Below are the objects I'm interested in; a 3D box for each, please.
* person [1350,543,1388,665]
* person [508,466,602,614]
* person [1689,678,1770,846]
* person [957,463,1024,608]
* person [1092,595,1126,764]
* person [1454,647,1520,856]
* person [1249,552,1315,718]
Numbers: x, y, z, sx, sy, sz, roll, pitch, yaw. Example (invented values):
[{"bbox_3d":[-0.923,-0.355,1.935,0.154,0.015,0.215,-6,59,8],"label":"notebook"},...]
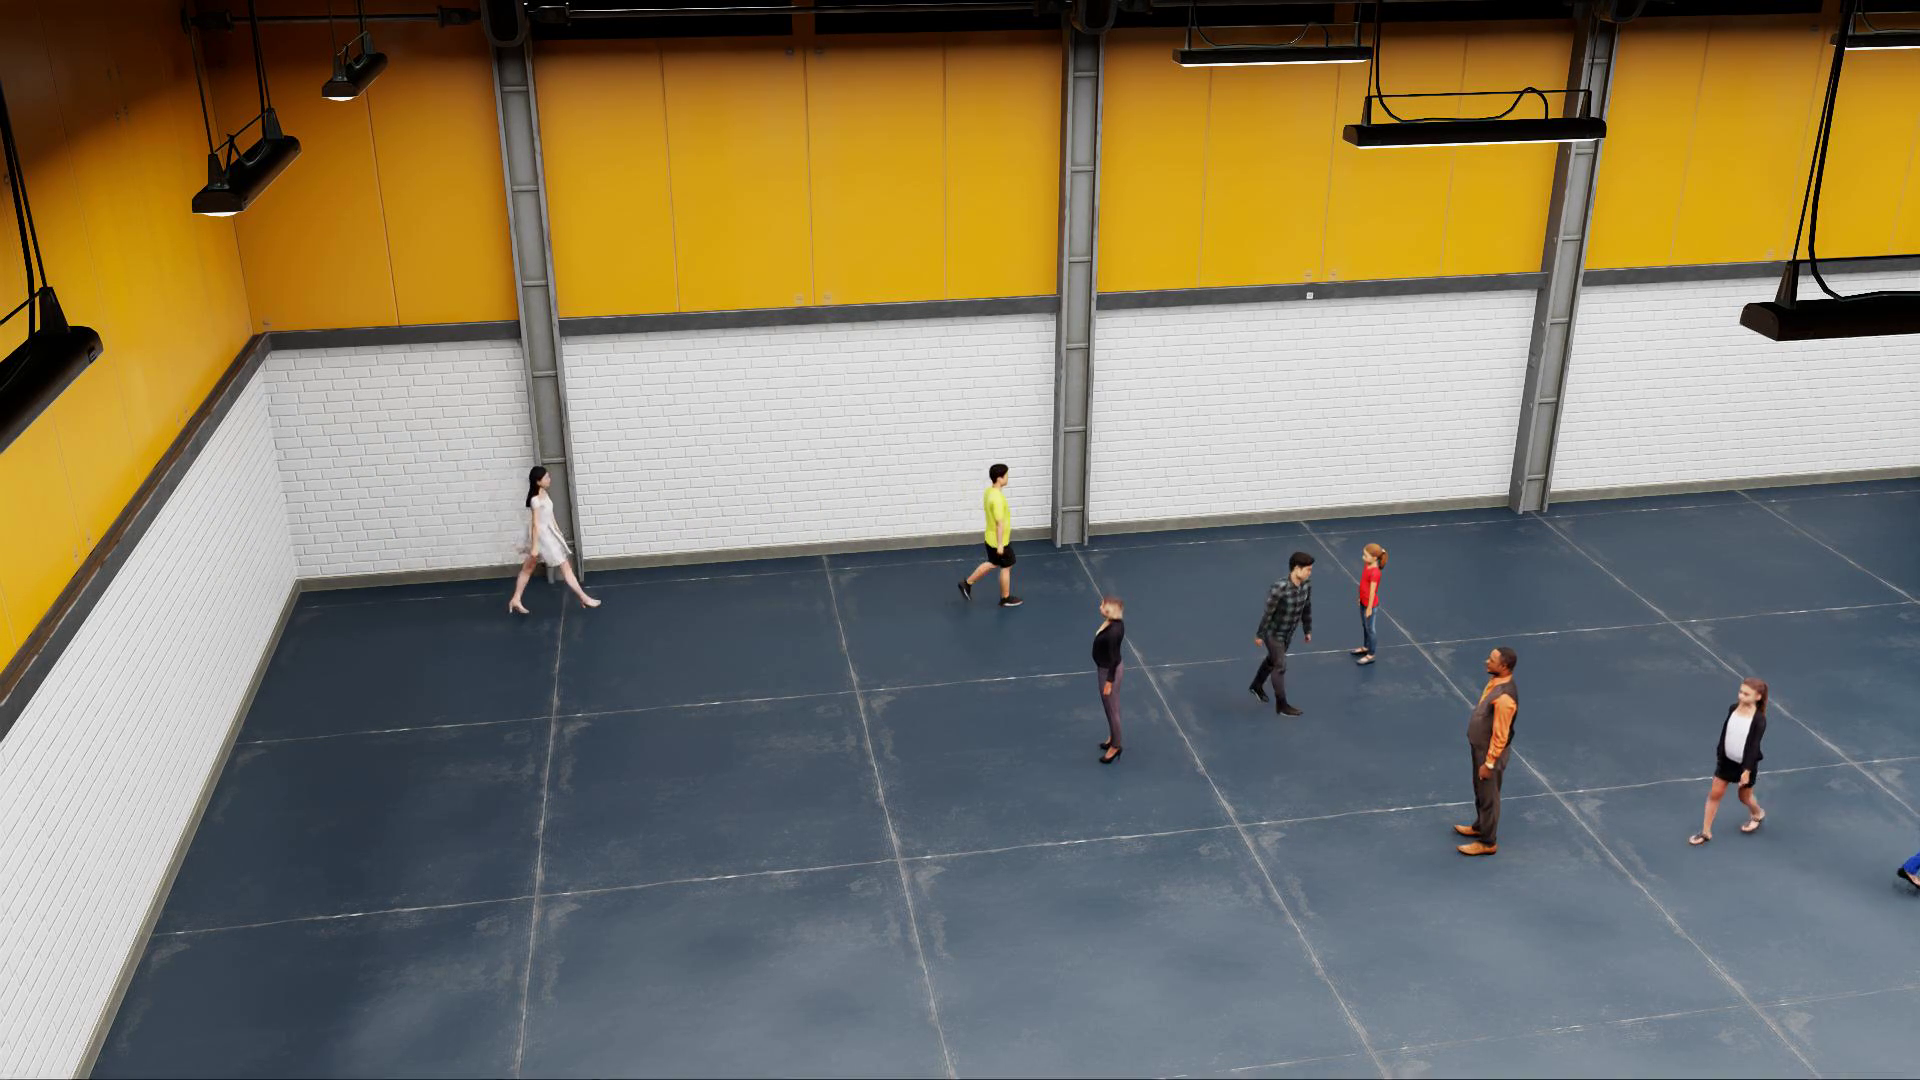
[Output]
[{"bbox_3d":[4.240,0.641,17.208,0.501,1.306,0.499,-1,24,-2],"label":"person"},{"bbox_3d":[-4.615,0.062,18.029,1.202,1.710,0.596,-4,24,-9],"label":"person"},{"bbox_3d":[6.663,1.868,14.114,1.083,1.536,0.783,-14,27,-29],"label":"person"},{"bbox_3d":[0.338,-0.027,18.259,0.959,1.689,0.664,-6,24,-13],"label":"person"},{"bbox_3d":[1.403,1.268,15.320,0.648,1.669,0.668,4,24,8],"label":"person"},{"bbox_3d":[4.456,1.750,13.921,0.732,1.908,0.765,4,24,9],"label":"person"},{"bbox_3d":[3.003,0.832,15.963,1.042,1.687,1.013,-16,28,-32],"label":"person"}]
